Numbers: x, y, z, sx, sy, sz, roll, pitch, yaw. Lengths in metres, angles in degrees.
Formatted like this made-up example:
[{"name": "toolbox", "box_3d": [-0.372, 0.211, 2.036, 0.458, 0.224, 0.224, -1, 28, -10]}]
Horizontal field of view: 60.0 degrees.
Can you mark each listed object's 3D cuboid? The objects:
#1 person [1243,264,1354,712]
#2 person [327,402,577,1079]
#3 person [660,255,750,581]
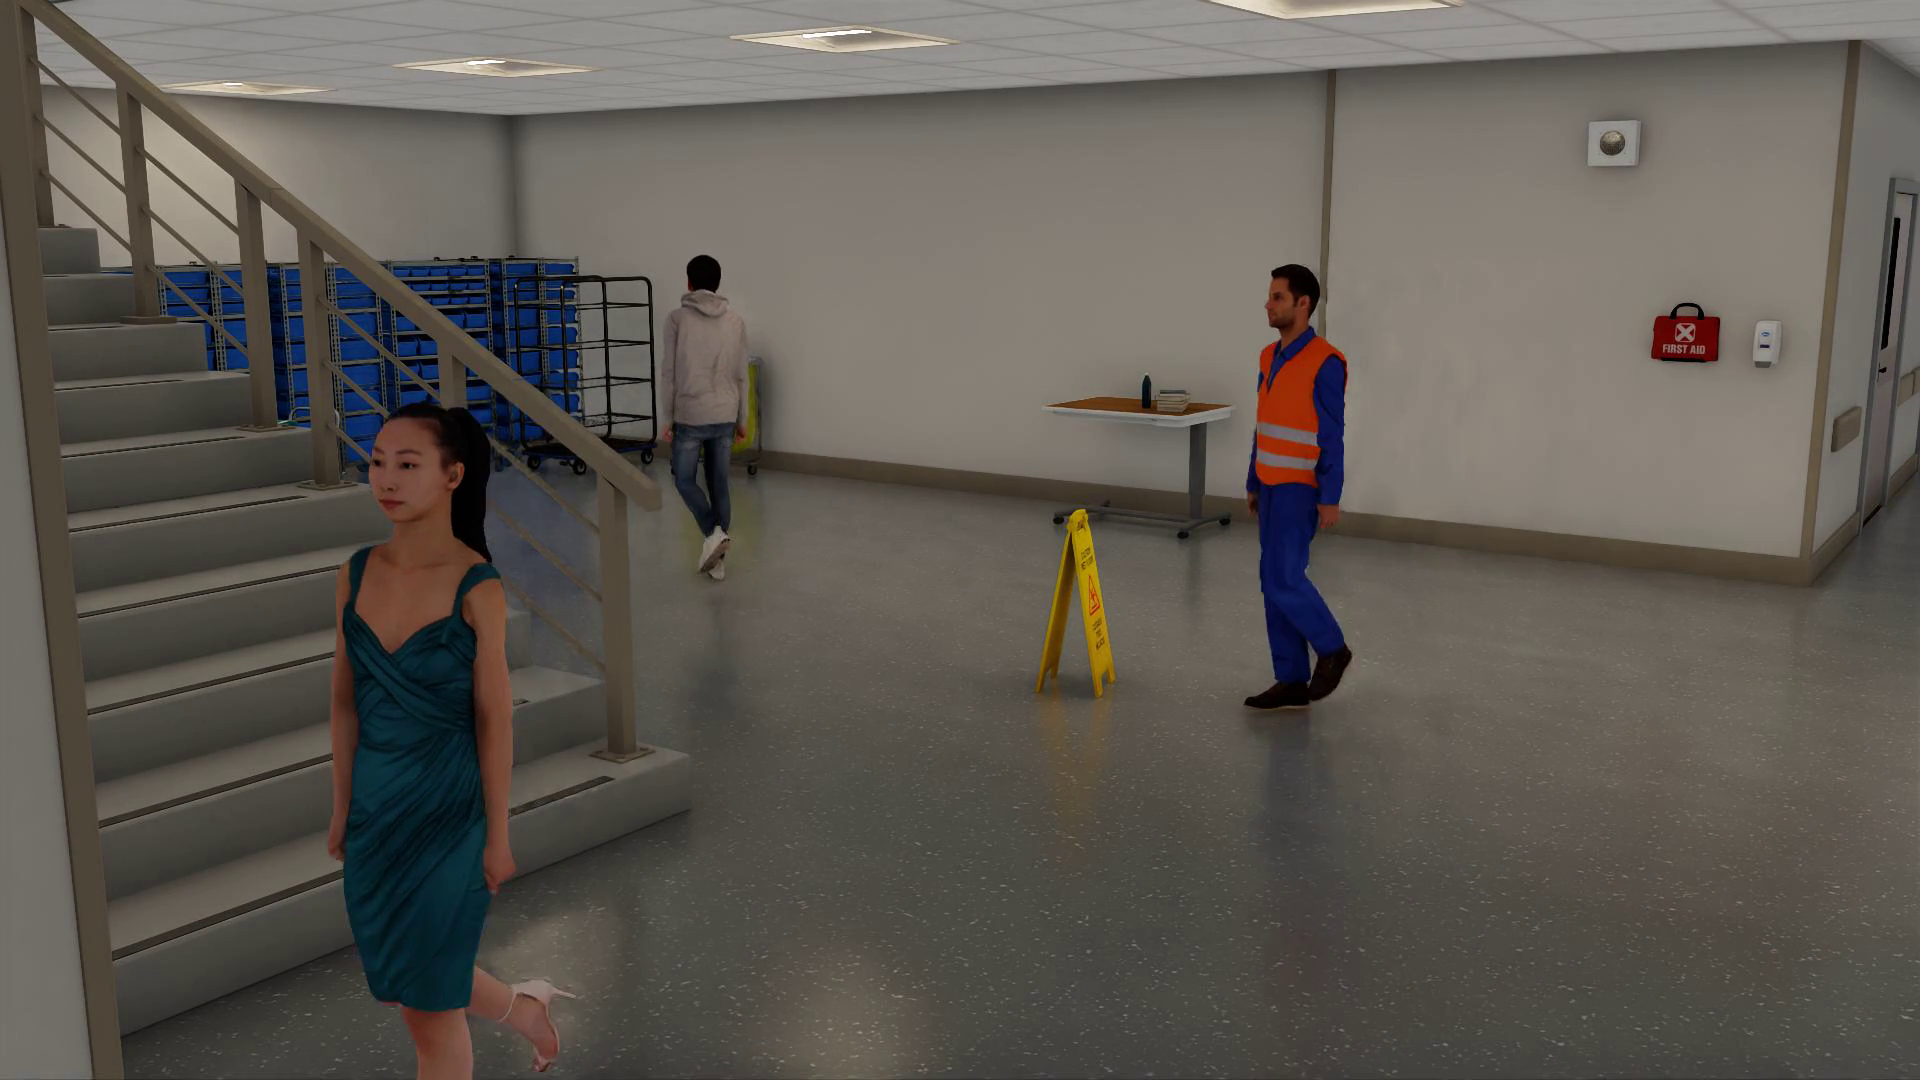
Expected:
[{"name": "person", "box_3d": [1.449, -0.193, 6.843, 0.934, 1.854, 0.863, -5, 12, -24]}, {"name": "person", "box_3d": [-1.030, 0.568, 3.329, 0.868, 1.669, 0.739, 4, 12, 21]}, {"name": "person", "box_3d": [-1.412, -0.670, 9.387, 0.874, 1.843, 0.973, -6, 12, -29]}]
